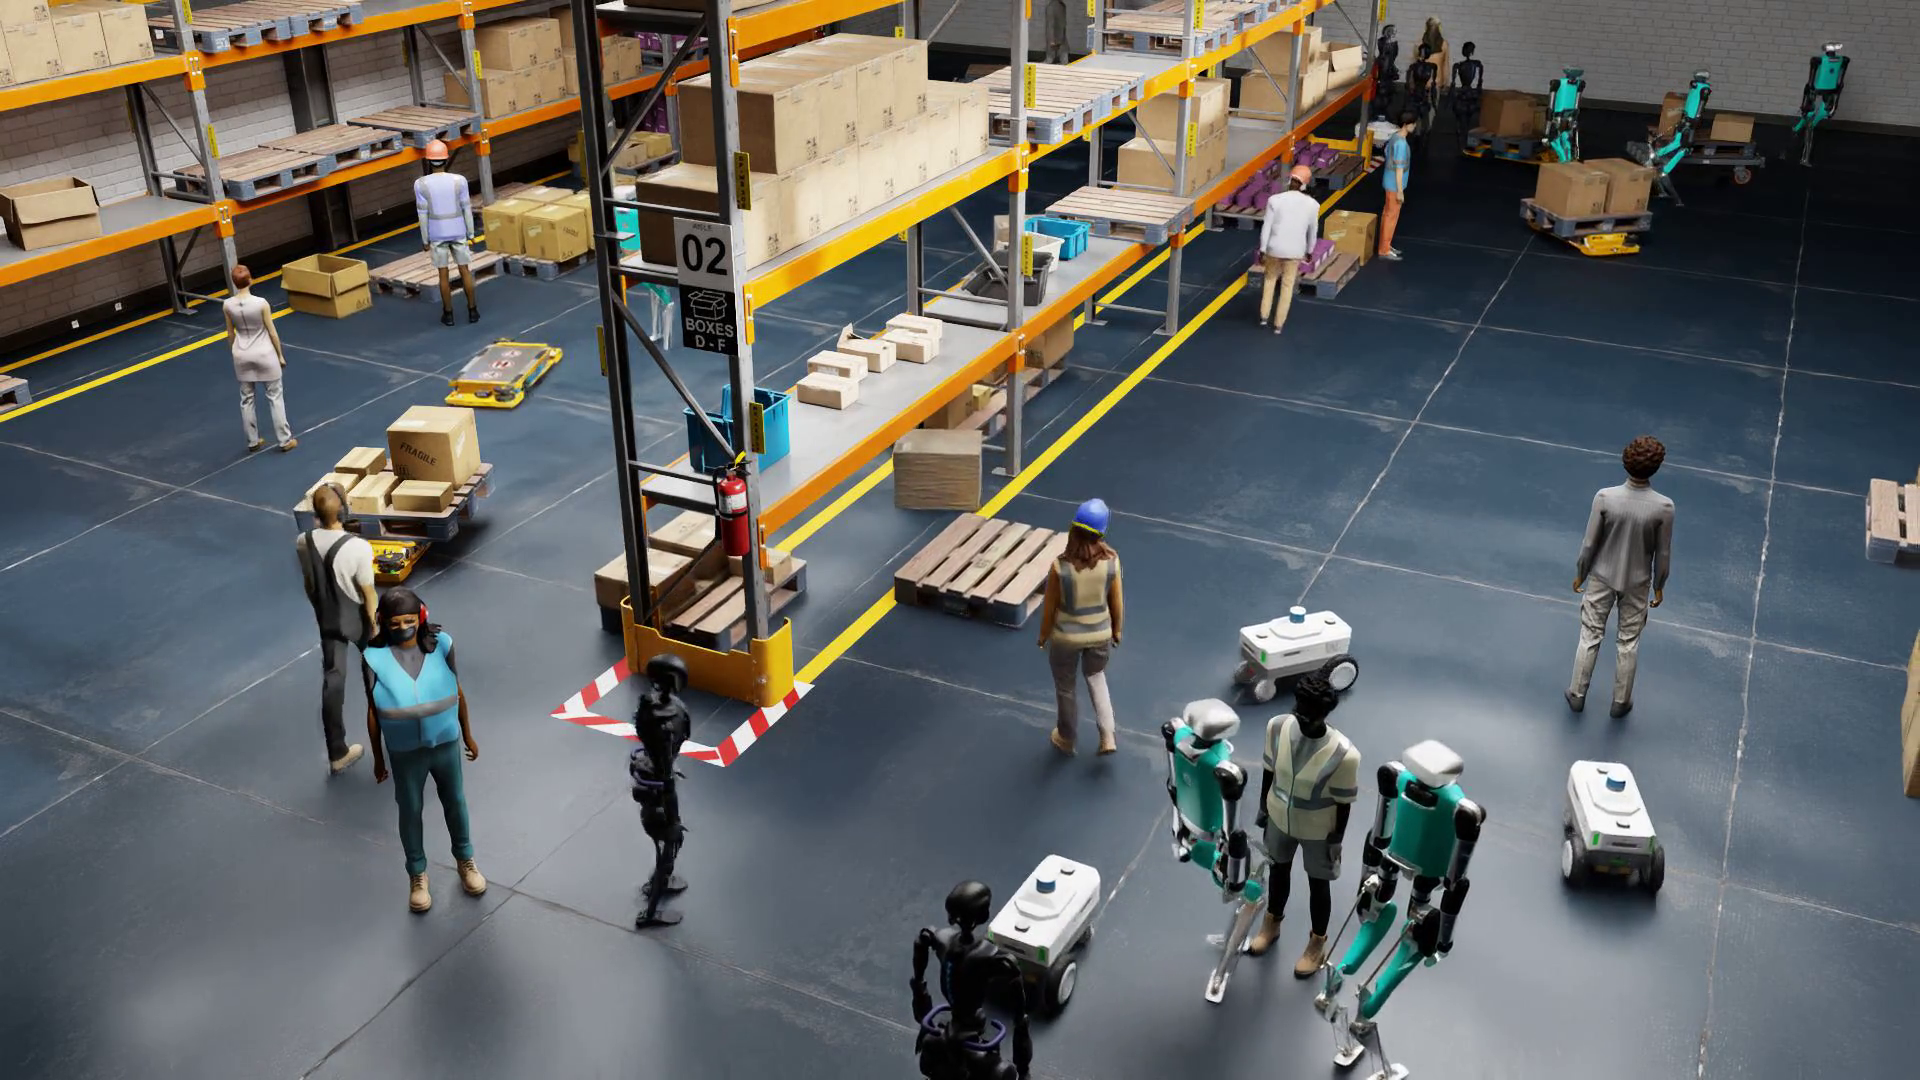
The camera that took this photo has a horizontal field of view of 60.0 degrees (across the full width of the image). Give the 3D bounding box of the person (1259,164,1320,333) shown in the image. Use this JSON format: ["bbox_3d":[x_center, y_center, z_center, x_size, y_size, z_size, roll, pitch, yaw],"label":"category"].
[{"bbox_3d":[3.400,-3.019,17.251,0.587,1.704,0.533,3,27,7],"label":"person"}]

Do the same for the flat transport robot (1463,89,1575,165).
[{"bbox_3d":[8.118,-5.642,24.174,1.431,0.231,0.659,21,33,36],"label":"flat transport robot"}]

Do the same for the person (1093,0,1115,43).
[{"bbox_3d":[2.497,-8.944,28.972,0.412,1.929,0.545,-5,27,-10],"label":"person"}]

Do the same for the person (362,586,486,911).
[{"bbox_3d":[-2.838,1.083,8.790,0.540,1.865,0.379,-13,29,-25],"label":"person"}]

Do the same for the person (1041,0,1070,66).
[{"bbox_3d":[1.583,-8.520,28.265,0.807,1.803,0.507,22,34,38],"label":"person"}]

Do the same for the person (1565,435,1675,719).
[{"bbox_3d":[4.144,0.250,10.438,0.545,1.896,0.377,10,28,19],"label":"person"}]

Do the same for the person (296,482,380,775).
[{"bbox_3d":[-3.698,0.470,10.112,0.525,1.792,0.953,5,27,10],"label":"person"}]

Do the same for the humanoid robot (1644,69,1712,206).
[{"bbox_3d":[9.292,-5.222,21.671,0.812,1.793,0.550,2,26,4],"label":"humanoid robot"}]

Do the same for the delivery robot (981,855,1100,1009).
[{"bbox_3d":[0.413,1.964,8.487,0.519,0.593,0.765,14,30,26],"label":"delivery robot"}]

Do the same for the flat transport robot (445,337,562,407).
[{"bbox_3d":[-4.390,-1.620,16.050,0.659,0.231,1.431,3,26,6],"label":"flat transport robot"}]

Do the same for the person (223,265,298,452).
[{"bbox_3d":[-6.078,-1.559,14.370,0.436,1.651,0.296,0,26,0],"label":"person"}]

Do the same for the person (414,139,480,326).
[{"bbox_3d":[-5.356,-3.203,17.369,0.551,1.935,0.366,-11,28,-20],"label":"person"}]

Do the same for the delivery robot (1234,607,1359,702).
[{"bbox_3d":[2.217,0.719,10.992,0.784,0.585,0.499,-10,28,-19],"label":"delivery robot"}]

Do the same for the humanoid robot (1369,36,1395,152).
[{"bbox_3d":[6.147,-6.528,24.380,0.324,1.648,0.583,22,34,37],"label":"humanoid robot"}]

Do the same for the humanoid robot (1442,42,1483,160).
[{"bbox_3d":[7.297,-6.337,24.003,0.600,1.641,0.369,-10,28,-19],"label":"humanoid robot"}]

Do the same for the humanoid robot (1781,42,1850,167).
[{"bbox_3d":[12.119,-6.197,23.733,0.546,1.859,0.835,-1,26,-2],"label":"humanoid robot"}]

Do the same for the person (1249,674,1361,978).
[{"bbox_3d":[1.716,1.409,8.326,0.532,1.693,0.320,22,34,37],"label":"person"}]

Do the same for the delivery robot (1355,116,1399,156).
[{"bbox_3d":[6.192,-5.919,24.413,0.770,0.595,0.499,11,28,20],"label":"delivery robot"}]

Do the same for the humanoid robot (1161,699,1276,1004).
[{"bbox_3d":[1.373,1.483,8.136,0.863,1.781,0.599,-14,30,-27],"label":"humanoid robot"}]

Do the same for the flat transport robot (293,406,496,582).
[{"bbox_3d":[-4.387,-0.083,12.945,0.659,0.231,1.431,3,26,6],"label":"flat transport robot"}]

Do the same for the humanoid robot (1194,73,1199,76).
[{"bbox_3d":[2.934,-5.953,23.259,0.555,1.879,0.811,23,34,38],"label":"humanoid robot"}]

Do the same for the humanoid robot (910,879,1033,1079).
[{"bbox_3d":[0.035,2.130,6.890,0.596,1.646,0.362,14,30,27],"label":"humanoid robot"}]

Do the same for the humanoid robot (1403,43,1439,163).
[{"bbox_3d":[6.574,-6.256,23.814,0.602,1.649,0.340,-11,28,-21],"label":"humanoid robot"}]

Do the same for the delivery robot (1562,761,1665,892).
[{"bbox_3d":[3.621,1.563,9.279,0.499,0.577,0.758,4,27,7],"label":"delivery robot"}]

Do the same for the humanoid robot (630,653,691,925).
[{"bbox_3d":[-1.553,1.286,8.604,0.400,1.632,0.611,-7,27,-13],"label":"humanoid robot"}]

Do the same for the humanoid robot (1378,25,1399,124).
[{"bbox_3d":[6.540,-6.980,25.306,0.421,1.667,0.602,0,26,1],"label":"humanoid robot"}]

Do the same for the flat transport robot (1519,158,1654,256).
[{"bbox_3d":[7.642,-3.787,20.428,0.659,0.231,1.431,-6,27,-12],"label":"flat transport robot"}]

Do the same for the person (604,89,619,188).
[{"bbox_3d":[-4.585,-5.120,21.351,0.396,1.839,0.578,-2,26,-3],"label":"person"}]

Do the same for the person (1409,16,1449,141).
[{"bbox_3d":[6.998,-6.861,24.849,0.571,1.855,0.661,8,27,16],"label":"person"}]

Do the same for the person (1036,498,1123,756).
[{"bbox_3d":[0.718,0.561,9.965,0.498,1.756,0.475,-8,27,-15],"label":"person"}]

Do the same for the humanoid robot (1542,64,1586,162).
[{"bbox_3d":[8.027,-5.266,21.782,0.560,1.784,0.881,-10,28,-19],"label":"humanoid robot"}]

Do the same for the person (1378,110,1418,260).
[{"bbox_3d":[5.129,-4.162,19.507,0.341,1.758,0.506,3,26,6],"label":"person"}]

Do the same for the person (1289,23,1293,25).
[{"bbox_3d":[4.885,-6.789,24.713,0.799,1.846,0.676,20,32,34],"label":"person"}]

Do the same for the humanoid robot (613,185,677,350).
[{"bbox_3d":[-3.113,-2.731,16.671,0.540,1.779,0.810,10,28,19],"label":"humanoid robot"}]

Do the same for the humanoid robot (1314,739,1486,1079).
[{"bbox_3d":[1.902,1.749,7.511,0.725,1.719,0.530,-20,32,-34],"label":"humanoid robot"}]
